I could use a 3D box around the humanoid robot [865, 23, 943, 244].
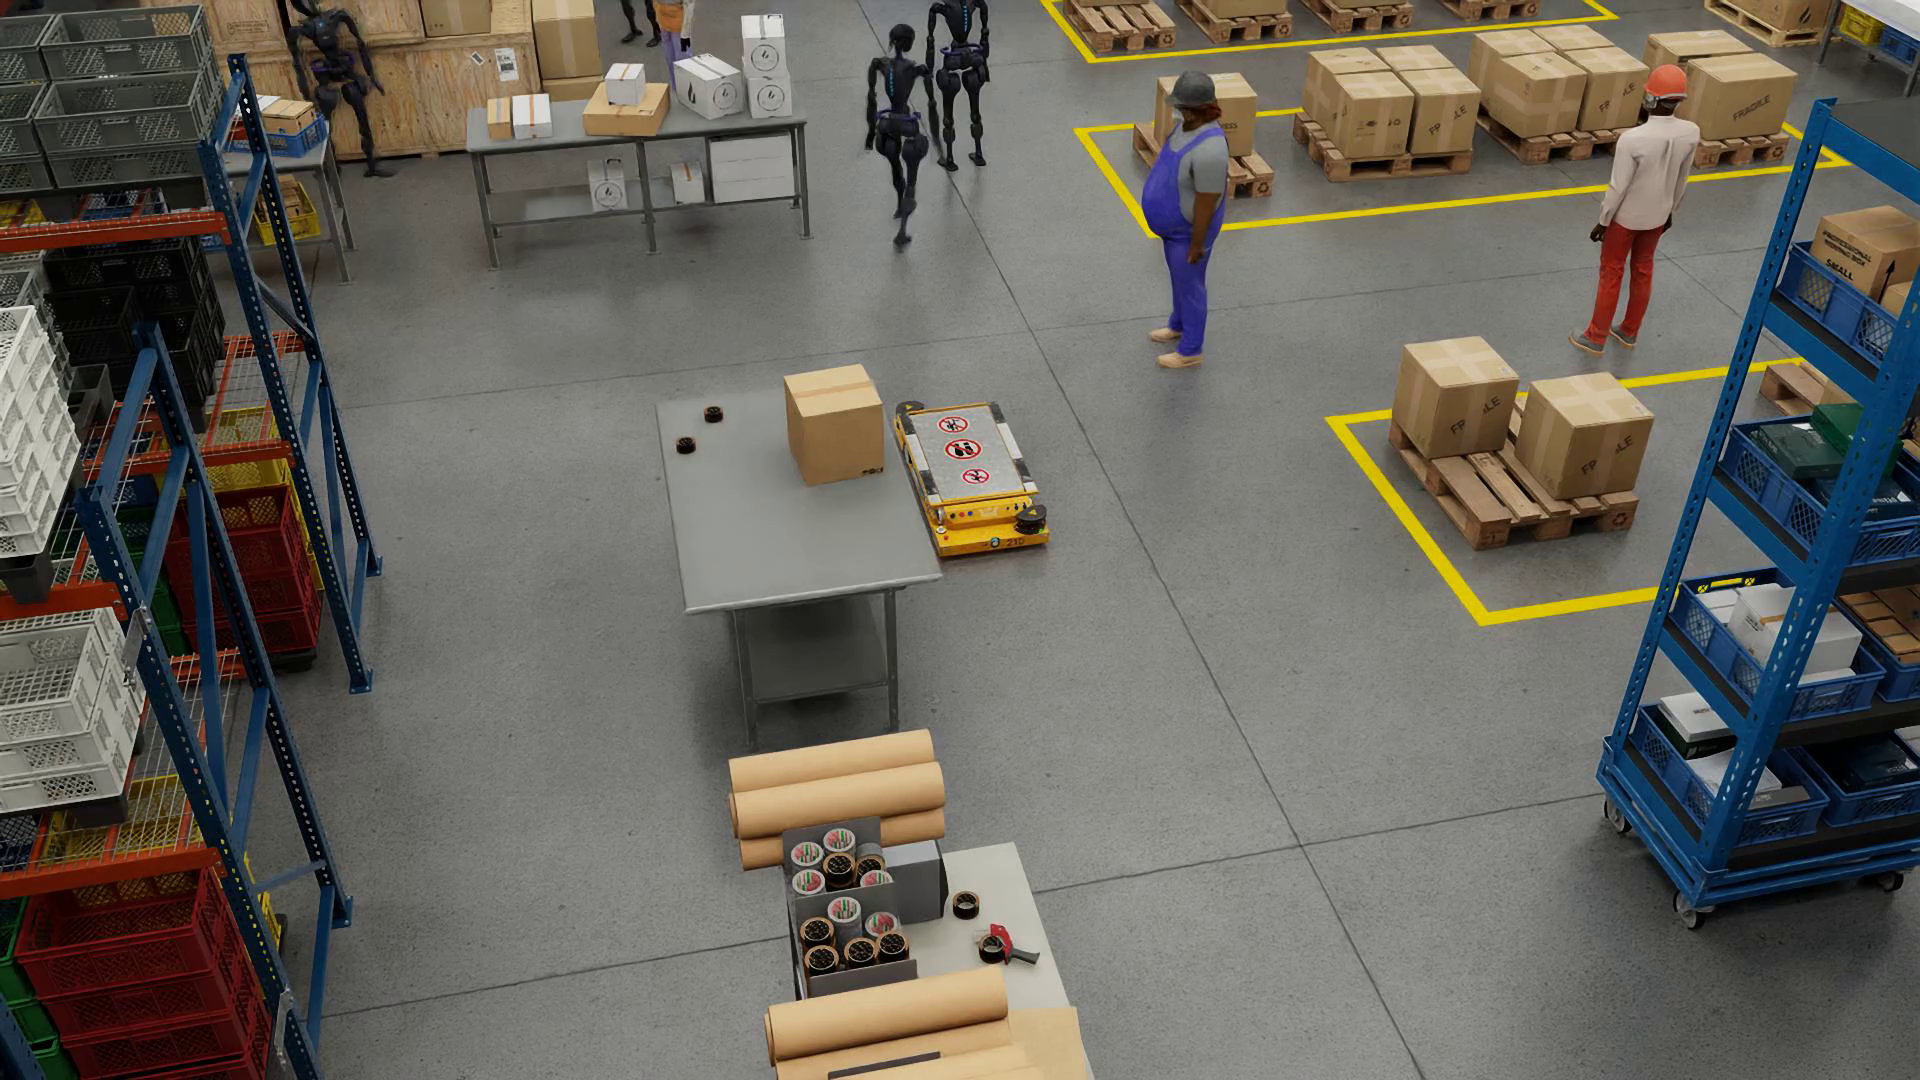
[{"bbox_3d":[-0.440,-3.087,12.568,0.619,1.620,0.740,16,39,20],"label":"humanoid robot"}]

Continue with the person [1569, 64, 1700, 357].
[{"bbox_3d":[4.473,-2.164,11.017,0.621,1.991,0.394,-11,38,-15],"label":"person"}]

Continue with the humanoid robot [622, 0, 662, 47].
[{"bbox_3d":[-3.065,-5.508,15.773,0.711,1.649,0.397,10,38,13],"label":"humanoid robot"}]

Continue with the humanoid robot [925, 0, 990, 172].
[{"bbox_3d":[-0.004,-3.857,13.555,0.577,1.651,0.333,-14,39,-18],"label":"humanoid robot"}]

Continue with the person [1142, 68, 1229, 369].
[{"bbox_3d":[1.454,-2.115,10.913,0.536,2.000,0.679,-2,37,-3],"label":"person"}]

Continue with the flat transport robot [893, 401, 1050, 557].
[{"bbox_3d":[0.046,-0.430,10.108,0.652,0.197,1.431,-8,37,-10],"label":"flat transport robot"}]

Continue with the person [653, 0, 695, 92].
[{"bbox_3d":[-2.429,-4.382,14.059,0.368,1.922,0.584,-23,42,-27],"label":"person"}]

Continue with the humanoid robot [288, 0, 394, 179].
[{"bbox_3d":[-4.959,-3.640,13.280,0.675,1.634,0.422,-21,41,-25],"label":"humanoid robot"}]
